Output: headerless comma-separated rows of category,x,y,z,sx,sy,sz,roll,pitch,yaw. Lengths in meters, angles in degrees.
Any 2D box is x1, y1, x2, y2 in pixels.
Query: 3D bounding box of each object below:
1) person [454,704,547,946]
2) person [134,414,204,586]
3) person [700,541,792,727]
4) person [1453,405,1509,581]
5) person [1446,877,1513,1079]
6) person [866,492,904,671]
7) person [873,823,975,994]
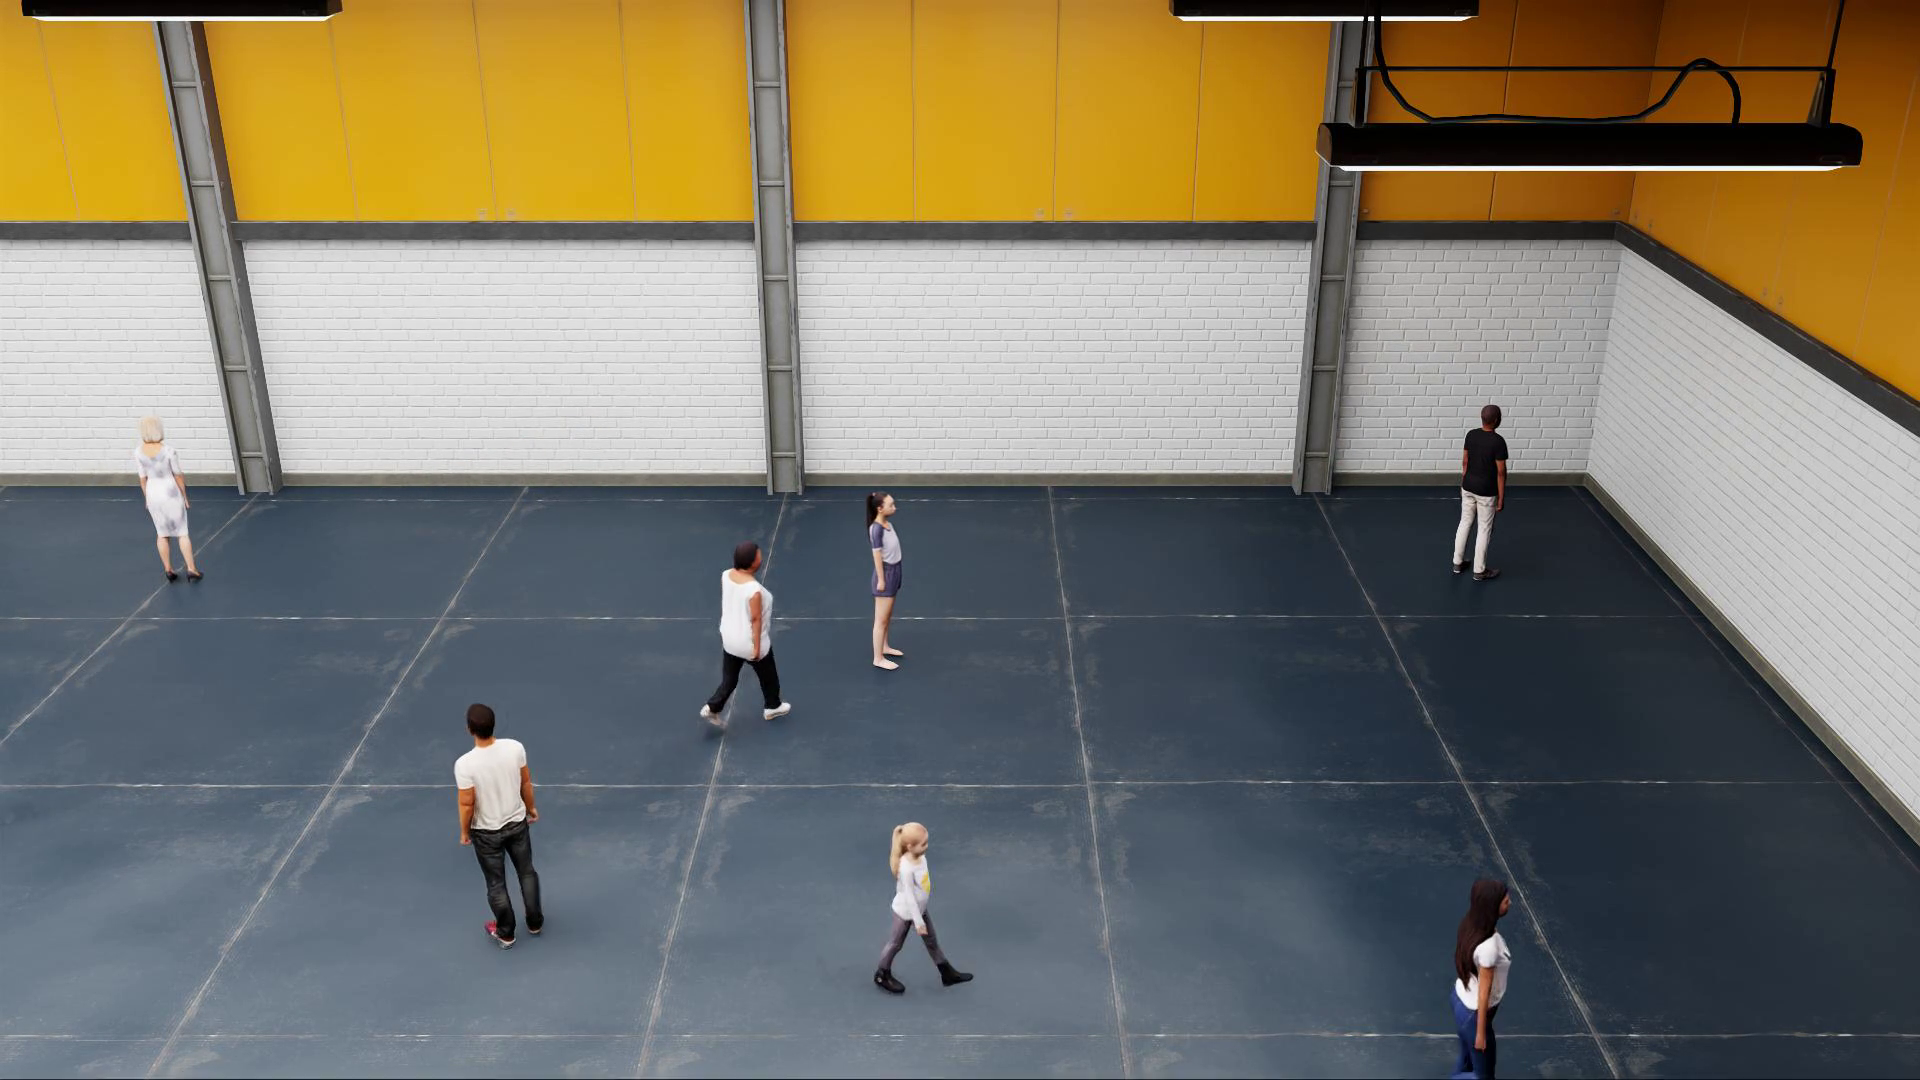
person,-3.055,1.892,11.113,0.734,1.803,0.821,-16,28,-32
person,-7.847,-0.403,16.430,0.463,1.749,0.639,-2,24,-4
person,-1.815,0.805,13.768,1.065,1.668,1.128,20,31,38
person,5.184,-0.488,16.555,0.796,1.805,0.758,-17,29,-34
person,2.808,2.673,9.373,0.788,1.765,0.646,3,24,6
person,-0.684,0.340,14.854,0.567,1.651,0.621,3,24,8
person,-0.389,2.377,10.693,0.934,1.251,0.689,8,25,18
